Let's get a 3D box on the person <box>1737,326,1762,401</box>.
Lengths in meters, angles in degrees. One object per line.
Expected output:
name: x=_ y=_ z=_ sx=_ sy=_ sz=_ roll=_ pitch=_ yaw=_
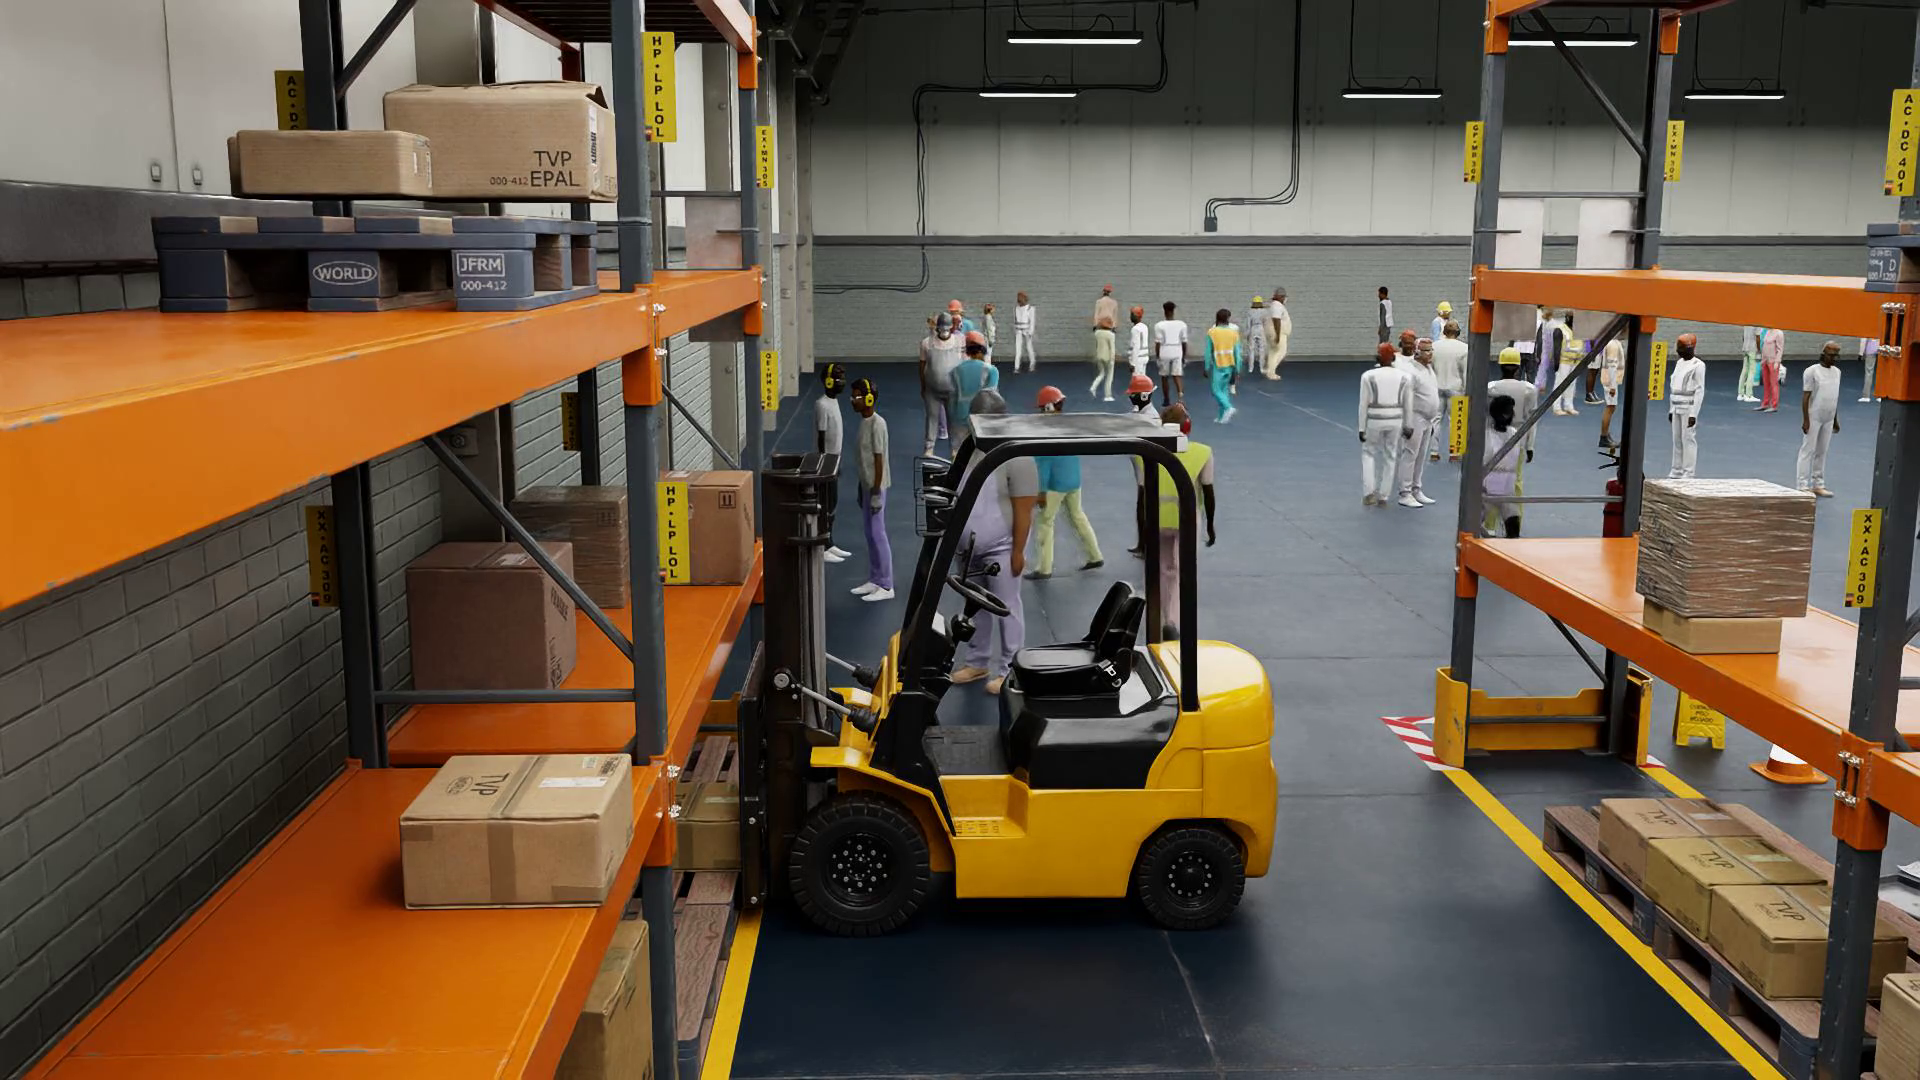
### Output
person: x=14.864 y=-3.526 z=31.211 sx=0.327 sy=1.863 sz=0.511 roll=-1 pitch=10 yaw=-8

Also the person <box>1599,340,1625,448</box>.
person: x=9.526 y=-2.298 z=24.198 sx=0.386 sy=1.924 sz=0.548 roll=4 pitch=11 yaw=20

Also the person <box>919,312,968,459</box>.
person: x=-0.227 y=-2.122 z=22.881 sx=0.672 sy=2.000 sz=0.536 roll=0 pitch=10 yaw=0

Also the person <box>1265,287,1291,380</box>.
person: x=6.886 y=-4.486 z=36.051 sx=0.557 sy=2.000 sz=0.721 roll=-1 pitch=10 yaw=-4

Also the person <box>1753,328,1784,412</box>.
person: x=14.253 y=-3.128 z=29.250 sx=0.314 sy=1.770 sz=0.524 roll=-1 pitch=10 yaw=-3

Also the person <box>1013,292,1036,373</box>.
person: x=1.480 y=-4.756 z=38.121 sx=0.571 sy=1.852 sz=0.949 roll=5 pitch=11 yaw=24

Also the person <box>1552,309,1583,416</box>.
person: x=10.503 y=-3.066 z=28.696 sx=0.633 sy=1.841 sz=0.429 roll=-5 pitch=11 yaw=-26

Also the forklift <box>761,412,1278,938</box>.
forklift: x=0.291 y=0.548 z=7.580 sx=2.313 sy=2.155 sz=1.214 roll=0 pitch=10 yaw=-2

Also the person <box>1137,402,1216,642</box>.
person: x=1.571 y=-0.100 z=12.251 sx=0.566 sy=1.821 sz=0.858 roll=4 pitch=11 yaw=22

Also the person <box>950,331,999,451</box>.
person: x=0.148 y=-1.346 z=18.737 sx=0.609 sy=1.999 sz=0.976 roll=4 pitch=11 yaw=19

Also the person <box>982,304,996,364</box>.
person: x=0.629 y=-4.341 z=36.360 sx=0.309 sy=1.641 sz=0.514 roll=-1 pitch=10 yaw=-4

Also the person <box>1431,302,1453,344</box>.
person: x=9.354 y=-3.709 z=32.304 sx=0.404 sy=1.829 sz=0.600 roll=7 pitch=12 yaw=32

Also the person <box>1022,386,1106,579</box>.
person: x=0.917 y=-0.510 z=14.849 sx=0.508 sy=1.709 sz=0.723 roll=8 pitch=13 yaw=37

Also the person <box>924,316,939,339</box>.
person: x=-0.477 y=-3.342 z=30.827 sx=0.344 sy=1.628 sz=0.587 roll=-8 pitch=13 yaw=-39

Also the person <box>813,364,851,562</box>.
person: x=-1.213 y=-0.722 z=15.592 sx=0.326 sy=1.863 sz=0.506 roll=2 pitch=10 yaw=9

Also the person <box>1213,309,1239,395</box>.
person: x=5.179 y=-3.667 z=32.507 sx=0.533 sy=1.683 sz=0.321 roll=4 pitch=11 yaw=22

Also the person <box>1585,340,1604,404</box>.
person: x=11.811 y=-3.516 z=30.855 sx=0.367 sy=1.966 sz=0.607 roll=6 pitch=12 yaw=32

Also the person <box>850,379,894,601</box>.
person: x=-0.749 y=-0.420 z=13.925 sx=0.328 sy=1.861 sz=0.505 roll=-4 pitch=11 yaw=-19

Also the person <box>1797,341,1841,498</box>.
person: x=10.059 y=-1.402 z=19.435 sx=0.505 sy=1.840 sz=0.346 roll=-4 pitch=11 yaw=-19

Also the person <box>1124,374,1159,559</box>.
person: x=1.726 y=-0.700 z=15.796 sx=0.360 sy=1.742 sz=0.562 roll=0 pitch=10 yaw=-2

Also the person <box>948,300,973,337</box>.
person: x=-0.041 y=-3.227 z=29.207 sx=0.641 sy=1.976 sz=0.488 roll=5 pitch=11 yaw=27

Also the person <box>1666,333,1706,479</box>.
person: x=8.784 y=-1.560 z=20.179 sx=0.355 sy=1.887 sz=0.573 roll=-1 pitch=10 yaw=-5

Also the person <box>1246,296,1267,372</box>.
person: x=6.841 y=-4.738 z=38.310 sx=0.483 sy=1.735 sz=0.311 roll=3 pitch=11 yaw=15

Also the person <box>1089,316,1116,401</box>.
person: x=2.705 y=-3.395 z=31.161 sx=0.451 sy=1.606 sz=0.516 roll=-10 pitch=14 yaw=-44

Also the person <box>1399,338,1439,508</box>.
person: x=5.216 y=-1.335 z=18.870 sx=0.409 sy=1.909 sz=0.641 roll=8 pitch=13 yaw=37

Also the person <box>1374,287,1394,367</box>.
person: x=10.160 y=-5.097 z=39.802 sx=0.395 sy=1.917 sz=0.587 roll=5 pitch=11 yaw=28

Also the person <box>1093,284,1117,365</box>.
person: x=3.491 y=-5.181 z=40.154 sx=0.653 sy=1.953 sz=0.483 roll=-5 pitch=11 yaw=-25

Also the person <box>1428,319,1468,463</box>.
person: x=6.631 y=-2.021 z=22.606 sx=0.635 sy=1.937 sz=0.355 roll=7 pitch=13 yaw=36

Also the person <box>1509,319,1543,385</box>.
person: x=10.282 y=-3.383 z=30.246 sx=0.595 sy=1.918 sz=0.386 roll=6 pitch=12 yaw=28

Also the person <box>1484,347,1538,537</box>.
person: x=5.515 y=-0.981 z=16.841 sx=0.594 sy=1.926 sz=0.367 roll=0 pitch=10 yaw=1

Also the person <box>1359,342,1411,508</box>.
person: x=4.752 y=-1.281 z=18.650 sx=0.600 sy=1.877 sz=0.426 roll=0 pitch=10 yaw=1

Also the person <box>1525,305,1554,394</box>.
person: x=11.372 y=-3.851 z=32.761 sx=0.610 sy=1.950 sz=0.378 roll=3 pitch=11 yaw=15

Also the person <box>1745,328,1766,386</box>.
person: x=16.563 y=-4.117 z=34.575 sx=0.349 sy=1.836 sz=0.517 roll=6 pitch=12 yaw=29

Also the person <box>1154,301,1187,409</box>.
person: x=3.755 y=-3.277 z=29.579 sx=0.600 sy=1.945 sz=0.636 roll=-2 pitch=10 yaw=-11

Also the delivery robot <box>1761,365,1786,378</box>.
delivery robot: x=16.908 y=-3.523 z=34.563 sx=0.477 sy=0.478 sz=0.707 roll=3 pitch=11 yaw=14

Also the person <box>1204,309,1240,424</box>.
person: x=4.338 y=-2.823 z=27.223 sx=0.605 sy=1.884 sz=0.650 roll=-5 pitch=11 yaw=-25

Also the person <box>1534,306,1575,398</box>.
person: x=11.331 y=-3.589 z=31.829 sx=1.013 sy=1.780 sz=0.593 roll=1 pitch=10 yaw=5

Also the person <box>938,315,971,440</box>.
person: x=-0.075 y=-2.442 z=25.076 sx=0.645 sy=1.900 sz=0.399 roll=6 pitch=12 yaw=30

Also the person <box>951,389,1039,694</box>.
person: x=0.176 y=-0.002 z=11.071 sx=0.535 sy=2.000 sz=0.684 roll=-9 pitch=13 yaw=-40

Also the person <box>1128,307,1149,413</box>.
person: x=3.039 y=-3.041 z=28.446 sx=0.356 sy=1.881 sz=0.575 roll=4 pitch=11 yaw=24
